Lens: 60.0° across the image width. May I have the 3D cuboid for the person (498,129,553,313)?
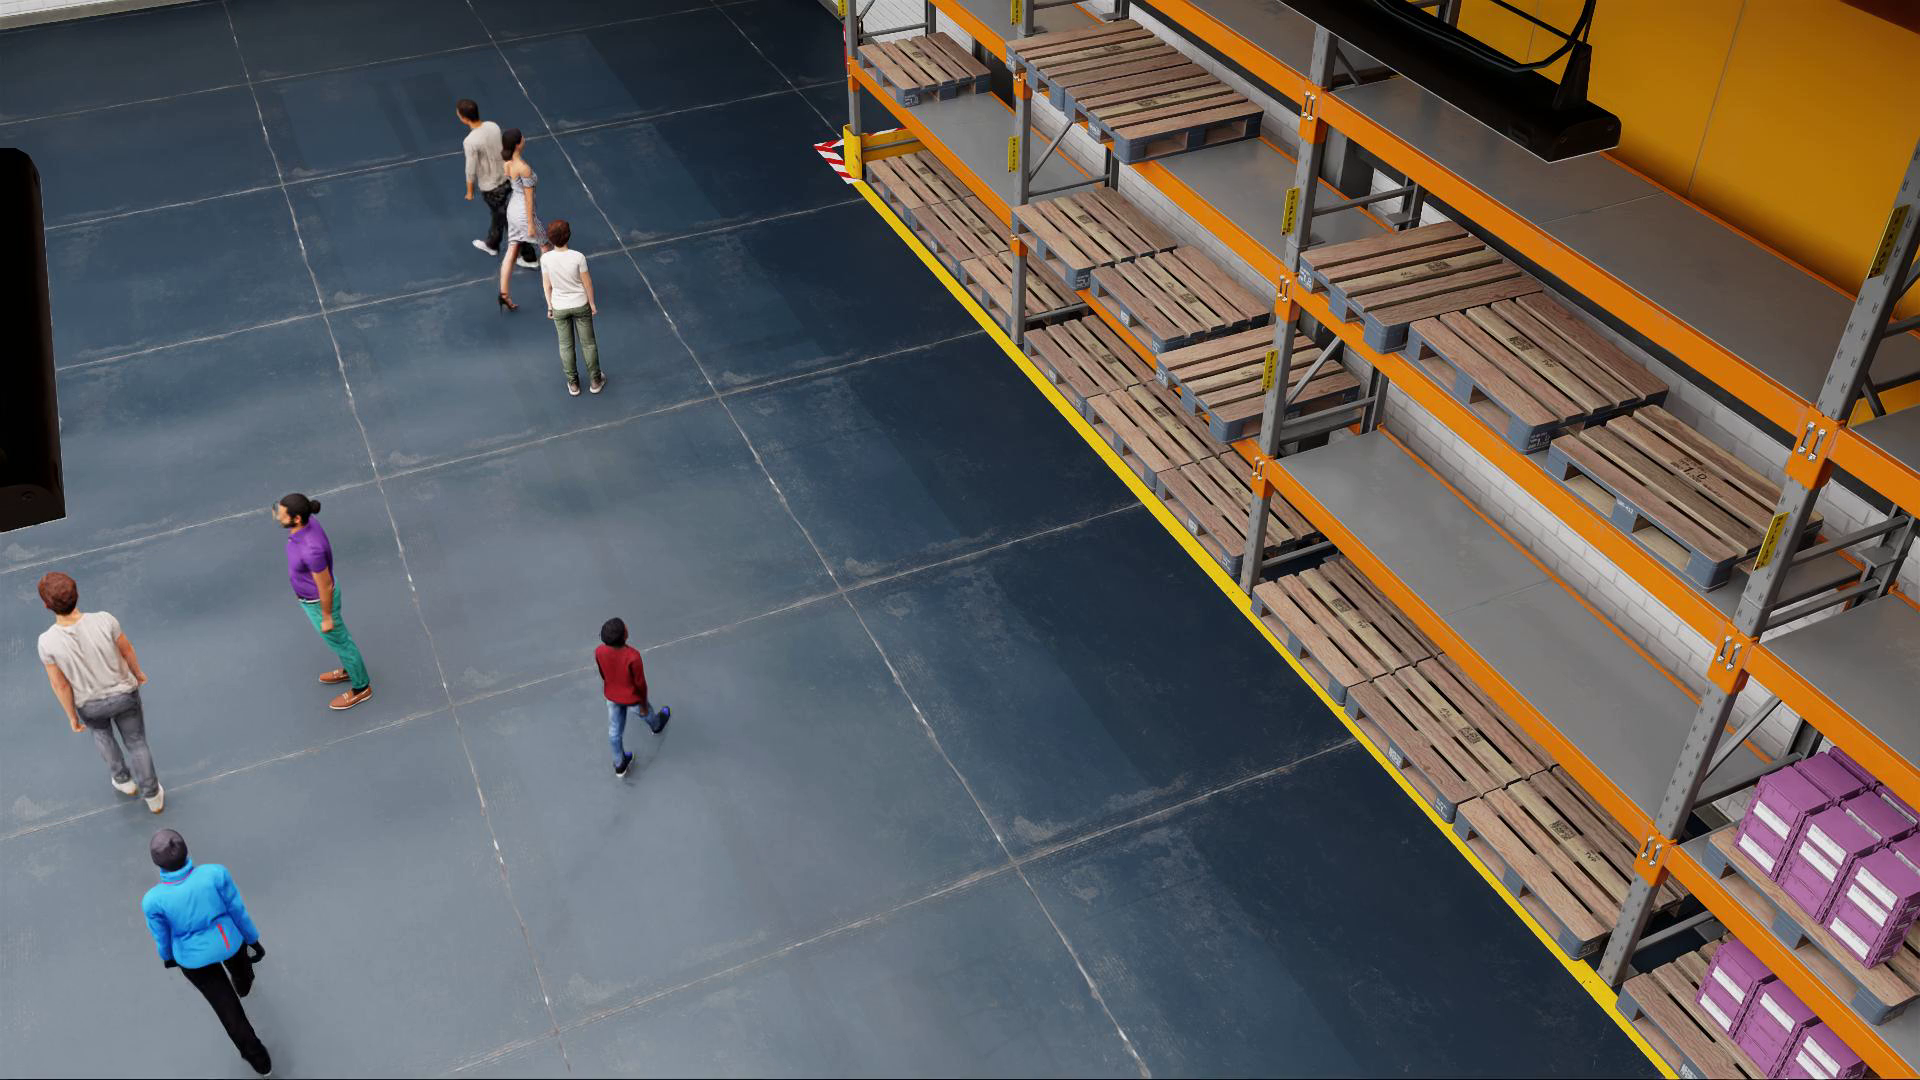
[{"bbox_3d":[-4.189,-2.957,15.647,0.876,1.768,1.082,-29,47,-31],"label":"person"}]

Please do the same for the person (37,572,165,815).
[{"bbox_3d":[-5.398,1.042,10.553,0.696,1.876,0.751,-21,43,-24],"label":"person"}]

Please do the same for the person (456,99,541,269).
[{"bbox_3d":[-4.453,-3.436,16.247,1.170,1.767,1.098,16,41,19],"label":"person"}]

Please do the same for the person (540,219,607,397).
[{"bbox_3d":[-3.416,-2.039,14.590,0.643,1.653,0.625,-5,39,-6],"label":"person"}]

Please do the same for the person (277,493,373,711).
[{"bbox_3d":[-4.384,0.391,11.455,0.697,1.767,0.514,-19,42,-22],"label":"person"}]

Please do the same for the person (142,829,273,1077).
[{"bbox_3d":[-4.044,2.307,9.065,0.796,1.755,1.135,-25,45,-28],"label":"person"}]

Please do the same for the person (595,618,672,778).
[{"bbox_3d":[-2.254,1.063,11.048,0.825,1.225,0.910,10,40,13],"label":"person"}]
